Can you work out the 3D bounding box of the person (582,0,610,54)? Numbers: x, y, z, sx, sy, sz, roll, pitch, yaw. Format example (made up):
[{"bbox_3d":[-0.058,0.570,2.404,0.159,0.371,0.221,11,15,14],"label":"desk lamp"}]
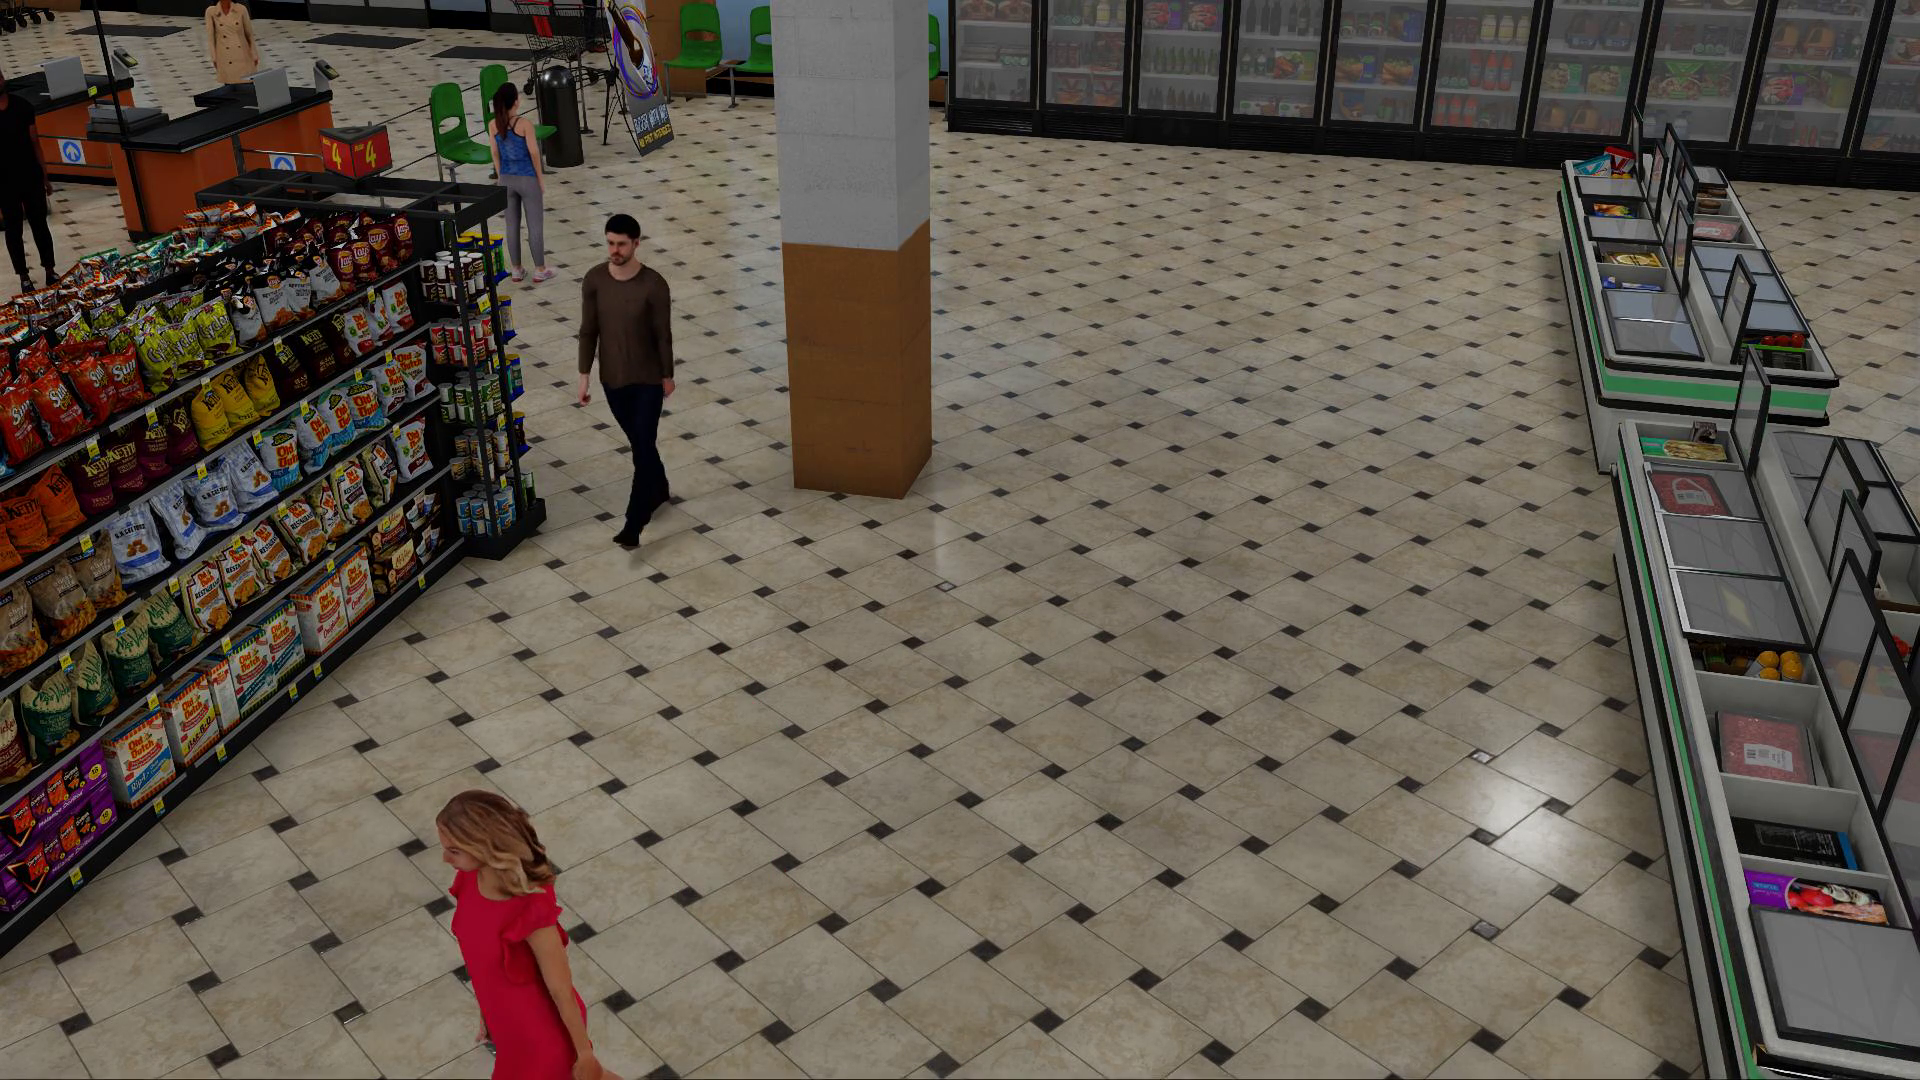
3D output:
[{"bbox_3d":[-5.035,-7.498,22.470,0.768,1.728,0.676,-10,29,-19],"label":"person"}]

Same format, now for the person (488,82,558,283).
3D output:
[{"bbox_3d":[-3.593,-2.909,13.552,0.566,1.610,0.542,6,27,11],"label":"person"}]

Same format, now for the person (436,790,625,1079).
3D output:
[{"bbox_3d":[-1.181,1.408,4.959,1.117,1.682,0.964,-23,35,-38],"label":"person"}]

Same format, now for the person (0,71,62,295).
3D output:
[{"bbox_3d":[-7.521,-2.872,13.248,0.810,1.820,0.679,23,35,38],"label":"person"}]

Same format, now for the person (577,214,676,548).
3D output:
[{"bbox_3d":[-1.820,-0.935,9.410,0.683,1.836,1.114,8,28,16],"label":"person"}]

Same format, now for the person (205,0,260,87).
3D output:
[{"bbox_3d":[-7.862,-5.224,18.037,0.720,1.682,0.737,-9,28,-18],"label":"person"}]
